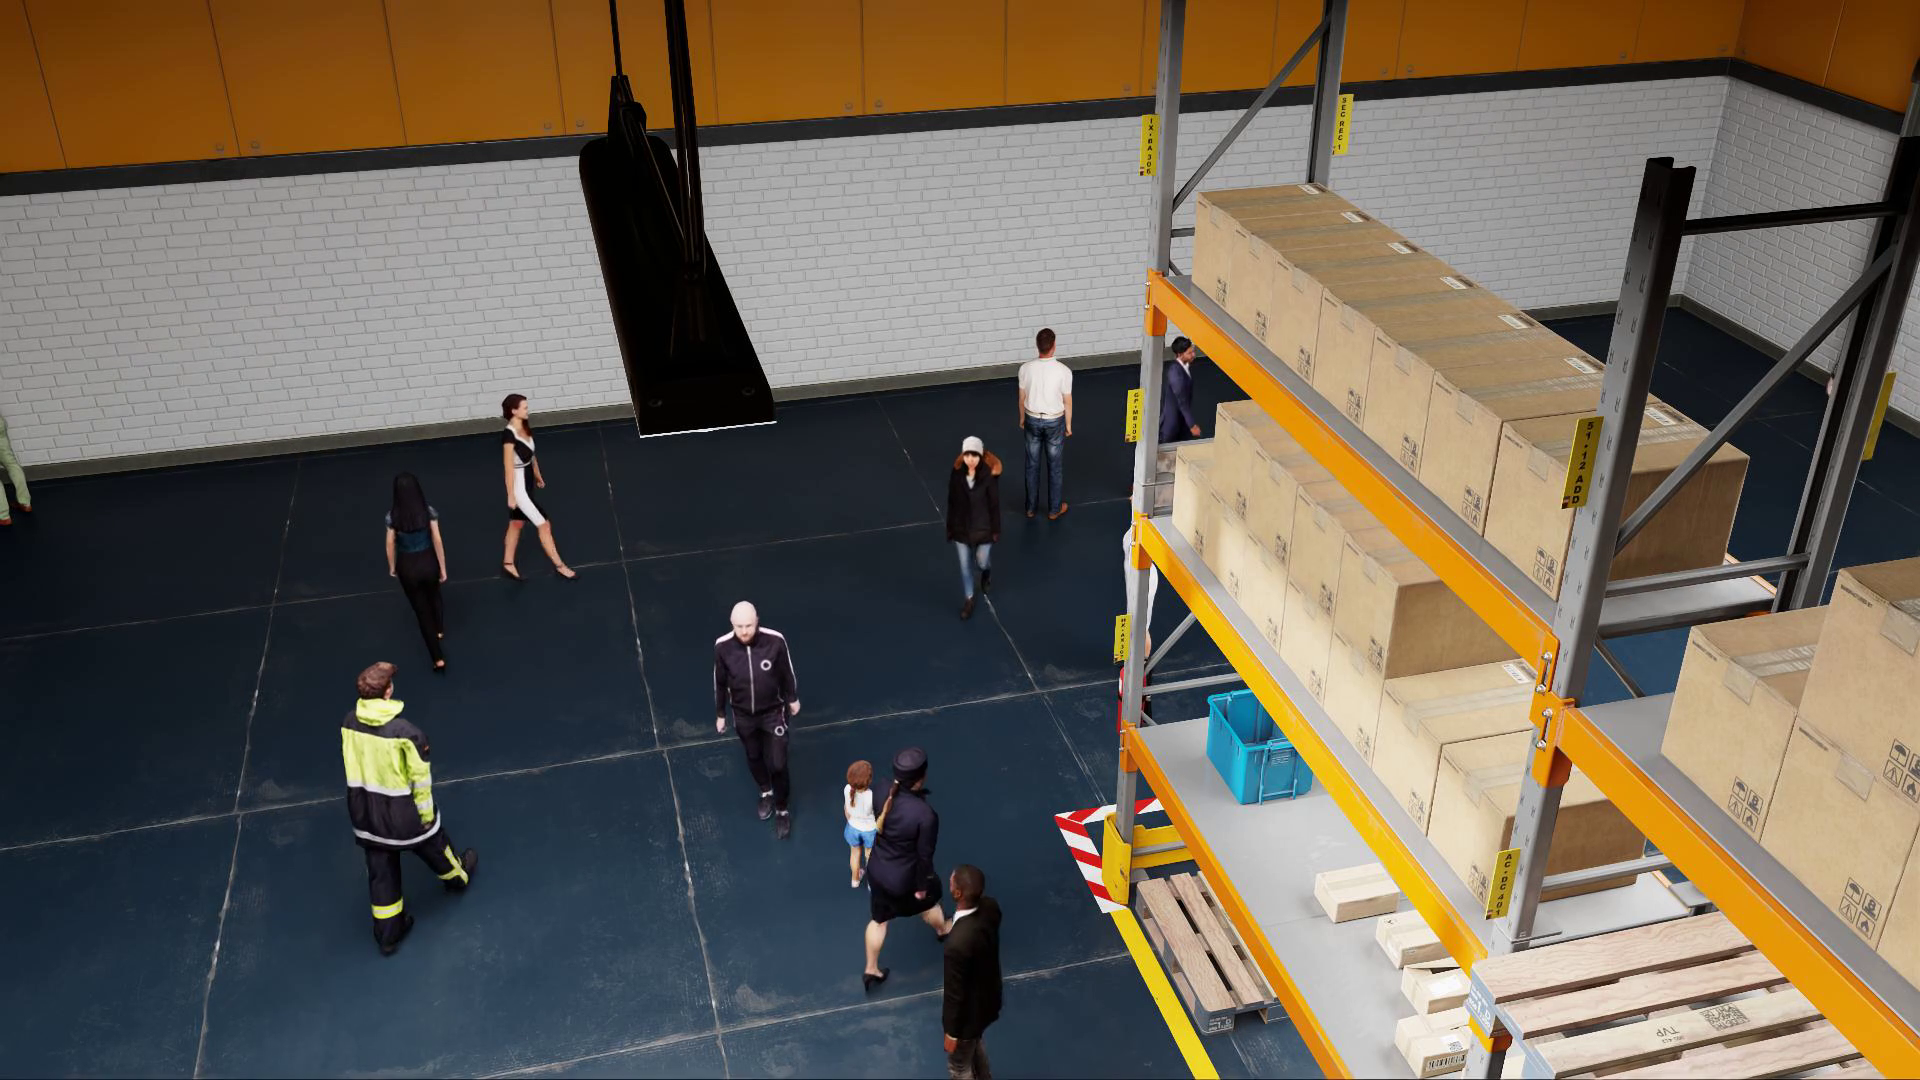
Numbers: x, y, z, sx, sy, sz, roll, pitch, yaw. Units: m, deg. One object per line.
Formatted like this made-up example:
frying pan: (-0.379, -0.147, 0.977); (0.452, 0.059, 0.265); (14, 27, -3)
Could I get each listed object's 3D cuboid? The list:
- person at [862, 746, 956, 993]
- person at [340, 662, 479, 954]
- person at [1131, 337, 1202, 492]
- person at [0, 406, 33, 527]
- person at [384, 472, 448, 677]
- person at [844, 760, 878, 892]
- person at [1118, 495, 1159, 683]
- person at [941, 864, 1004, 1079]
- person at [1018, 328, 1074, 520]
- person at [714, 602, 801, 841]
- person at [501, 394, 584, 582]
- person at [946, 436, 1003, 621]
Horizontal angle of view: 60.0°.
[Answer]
person: (-0.419, 2.026, 9.999); (1.128, 1.632, 1.135); (19, 34, 31)
person: (-3.563, 1.691, 10.293); (1.086, 1.939, 1.276); (5, 29, 10)
person: (1.933, -1.103, 15.709); (1.132, 1.658, 1.184); (8, 30, 15)
person: (-9.012, -1.026, 15.351); (0.840, 1.866, 0.729); (8, 30, 14)
person: (-4.226, 0.303, 13.070); (0.702, 1.717, 0.929); (-16, 32, -27)
person: (-0.640, 1.869, 10.927); (0.486, 1.019, 0.536); (11, 31, 20)
person: (1.413, 0.327, 12.989); (0.667, 1.752, 0.517); (0, 29, -1)
person: (0.093, 2.506, 8.955); (0.821, 1.790, 0.746); (10, 30, 18)
person: (0.779, -1.074, 15.455); (0.750, 1.851, 0.755); (8, 30, 14)
person: (-1.375, 1.132, 11.456); (0.825, 1.807, 0.871); (1, 29, 1)
person: (-3.858, -0.412, 14.323); (0.815, 1.771, 0.963); (0, 29, -1)
person: (0.124, -0.143, 13.985); (0.819, 1.623, 0.915); (7, 29, 13)
